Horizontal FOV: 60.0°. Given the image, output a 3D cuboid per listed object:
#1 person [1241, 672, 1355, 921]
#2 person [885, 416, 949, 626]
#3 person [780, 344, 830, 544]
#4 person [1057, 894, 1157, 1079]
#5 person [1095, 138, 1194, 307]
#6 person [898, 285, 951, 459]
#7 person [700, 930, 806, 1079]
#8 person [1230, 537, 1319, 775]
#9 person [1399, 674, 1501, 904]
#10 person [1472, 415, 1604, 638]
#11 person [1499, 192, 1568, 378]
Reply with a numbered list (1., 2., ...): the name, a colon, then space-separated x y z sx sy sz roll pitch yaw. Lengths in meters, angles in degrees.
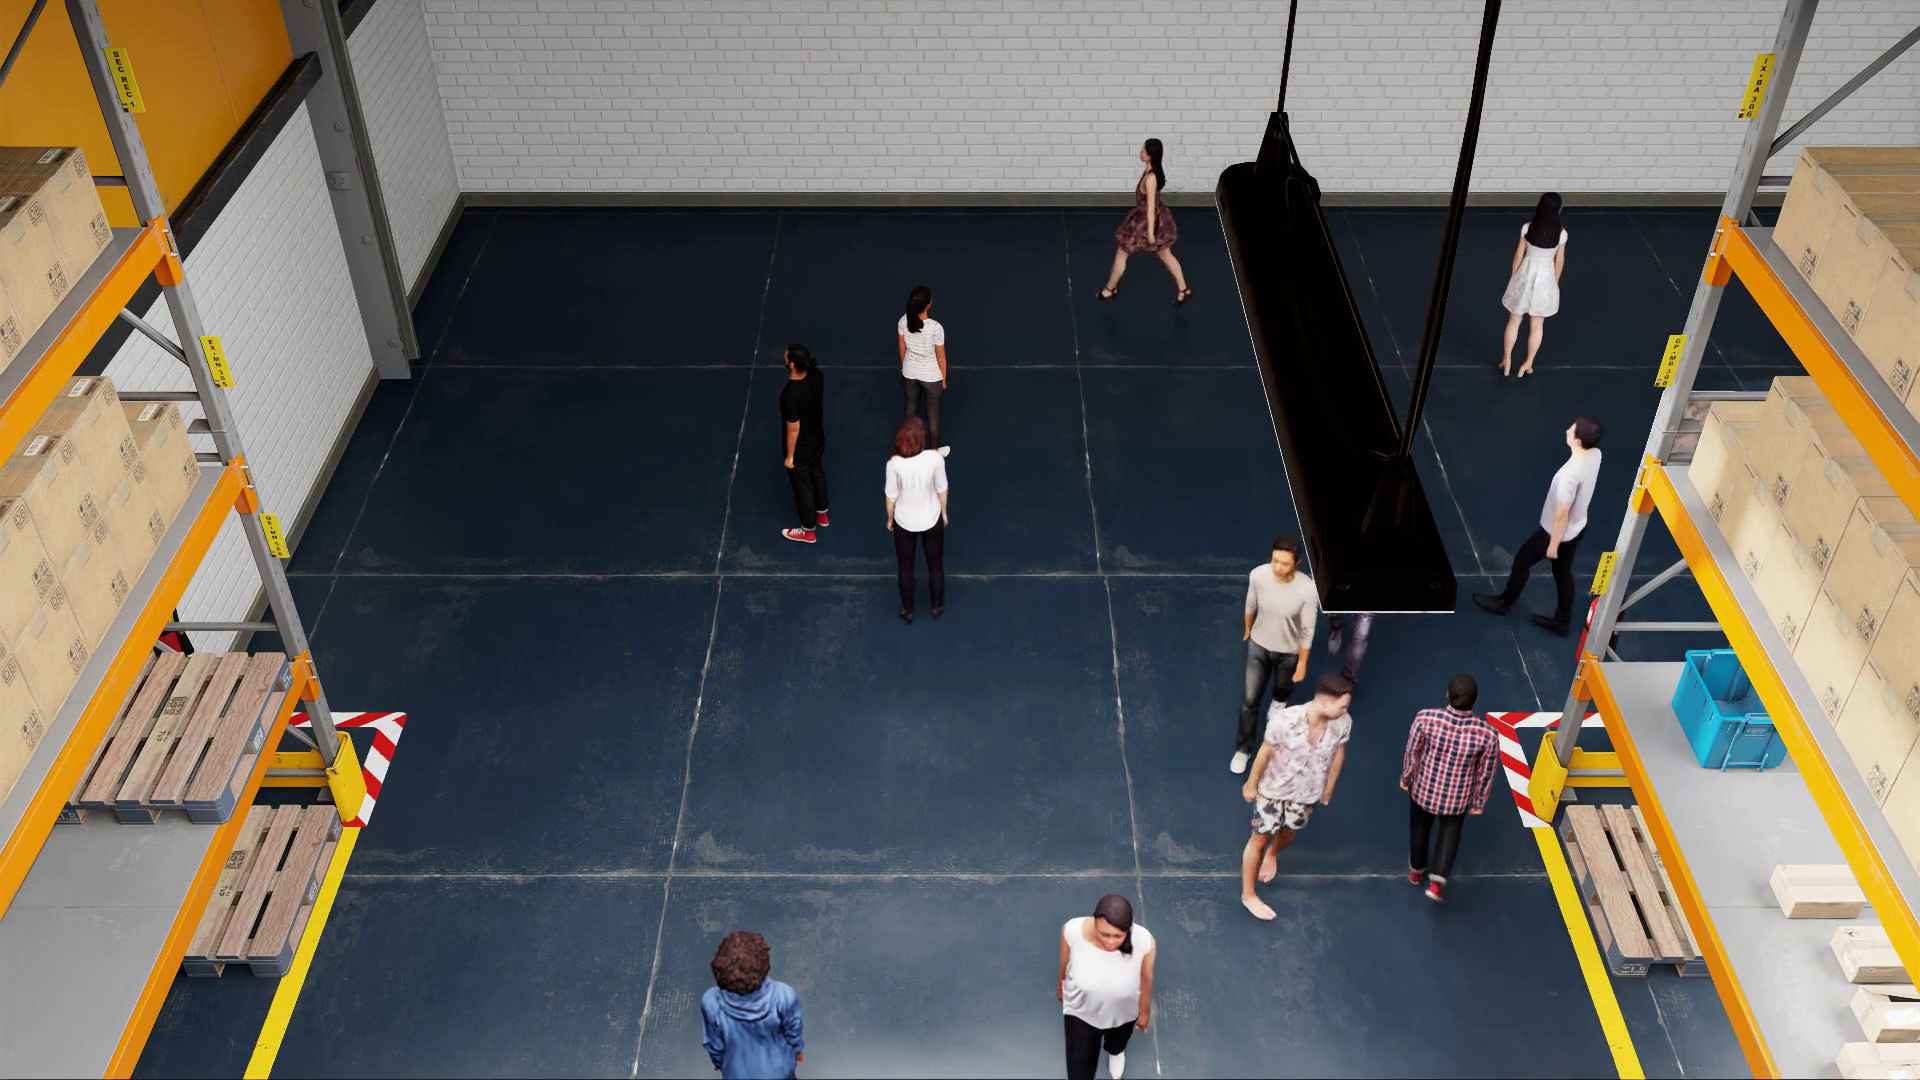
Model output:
1. person: 2.015 1.440 10.106 0.739 1.768 0.833 5 39 6
2. person: -0.306 -0.120 12.038 0.640 1.794 0.563 -5 39 -7
3. person: -1.205 -0.763 12.871 0.775 1.759 0.655 15 41 18
4. person: 0.794 2.450 8.933 0.728 1.653 1.045 4 39 5
5. person: 1.853 -2.925 15.604 0.929 1.727 1.185 11 40 13
6. person: -0.308 -1.366 13.715 0.642 1.647 0.650 15 41 18
7. person: -1.045 2.653 8.552 0.684 1.811 0.586 -3 39 -3
8. person: 2.153 0.640 11.105 0.959 1.771 1.248 15 41 18
9. person: 2.889 1.534 10.006 0.821 1.745 0.912 12 40 14
10. person: 4.386 -0.035 11.893 1.025 1.841 1.082 -32 48 -33
11. person: 5.072 -2.247 14.717 0.755 1.773 0.776 16 41 19
